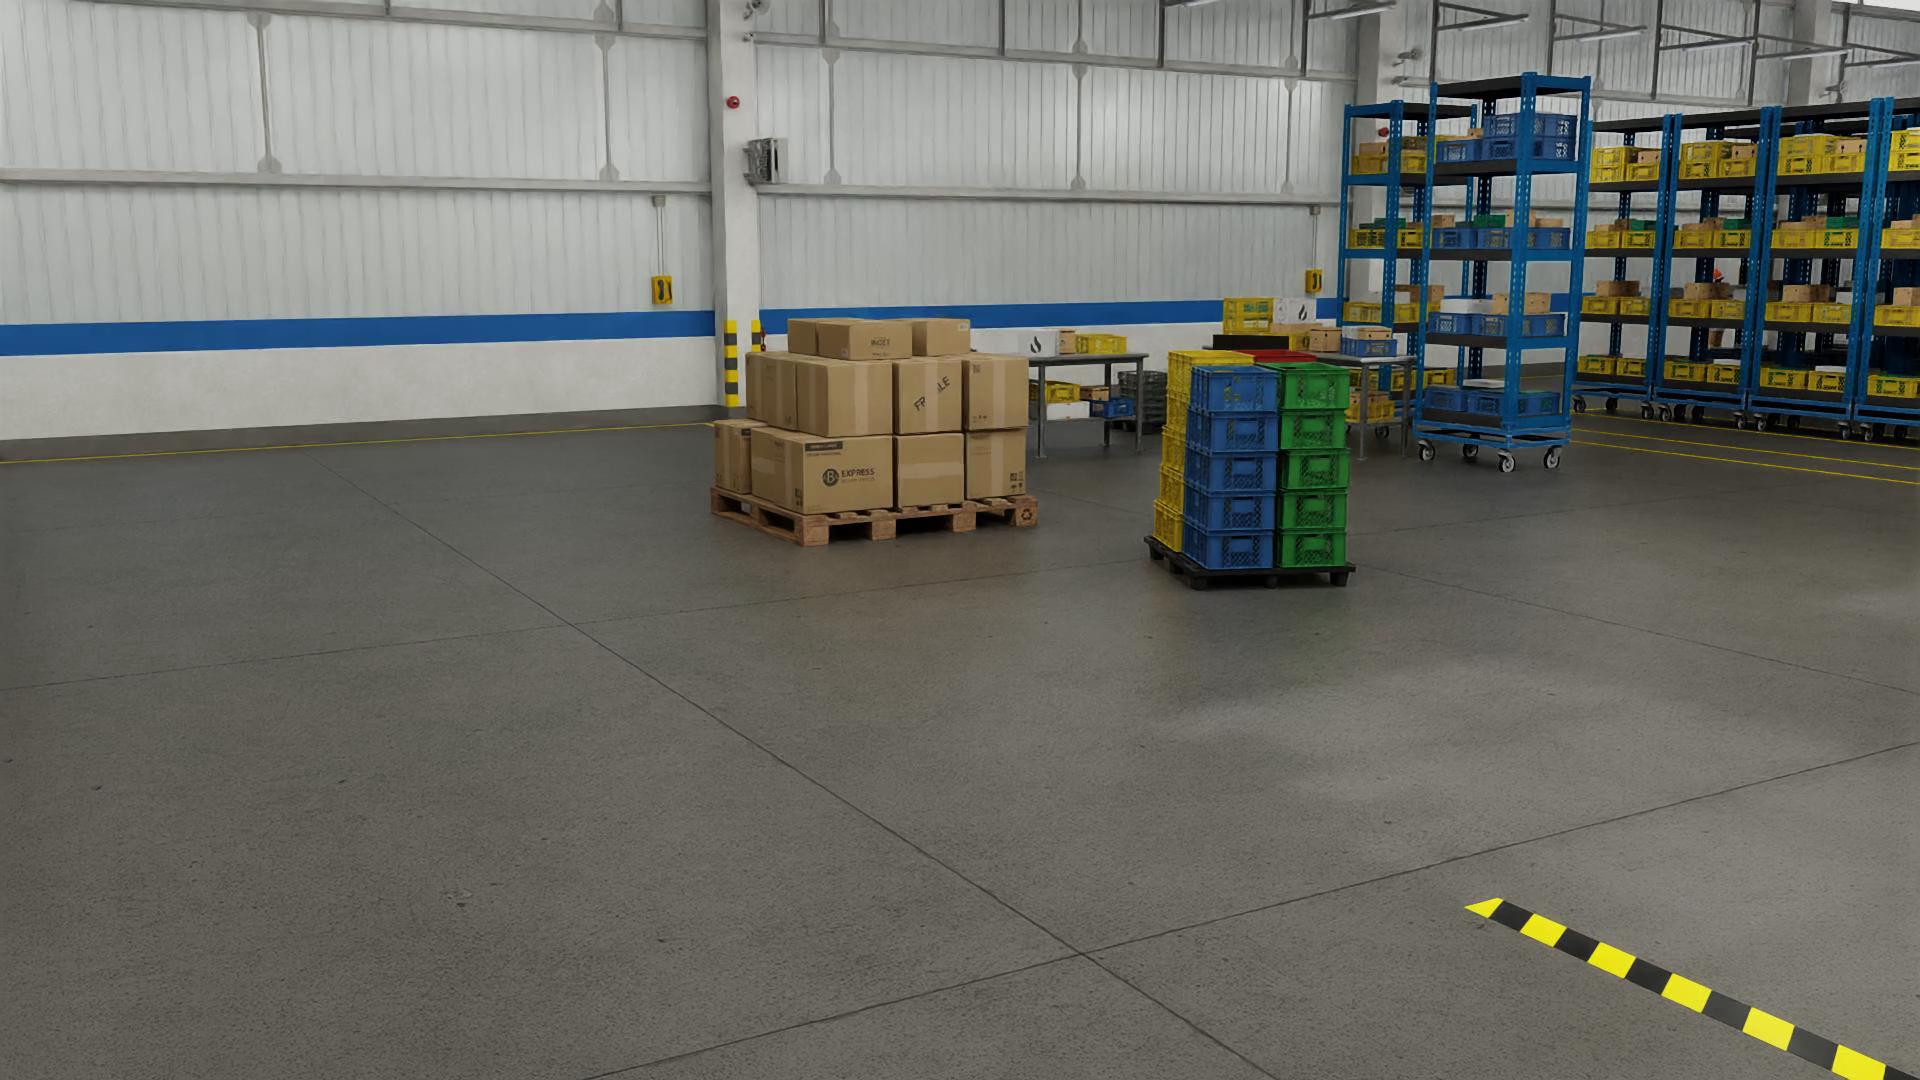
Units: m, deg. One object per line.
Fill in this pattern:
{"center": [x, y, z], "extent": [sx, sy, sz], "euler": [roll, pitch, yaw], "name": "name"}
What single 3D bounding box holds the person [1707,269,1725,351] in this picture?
{"center": [11.326, -3.208, 25.072], "extent": [0.562, 1.743, 0.358], "euler": [-9, 13, -40], "name": "person"}
